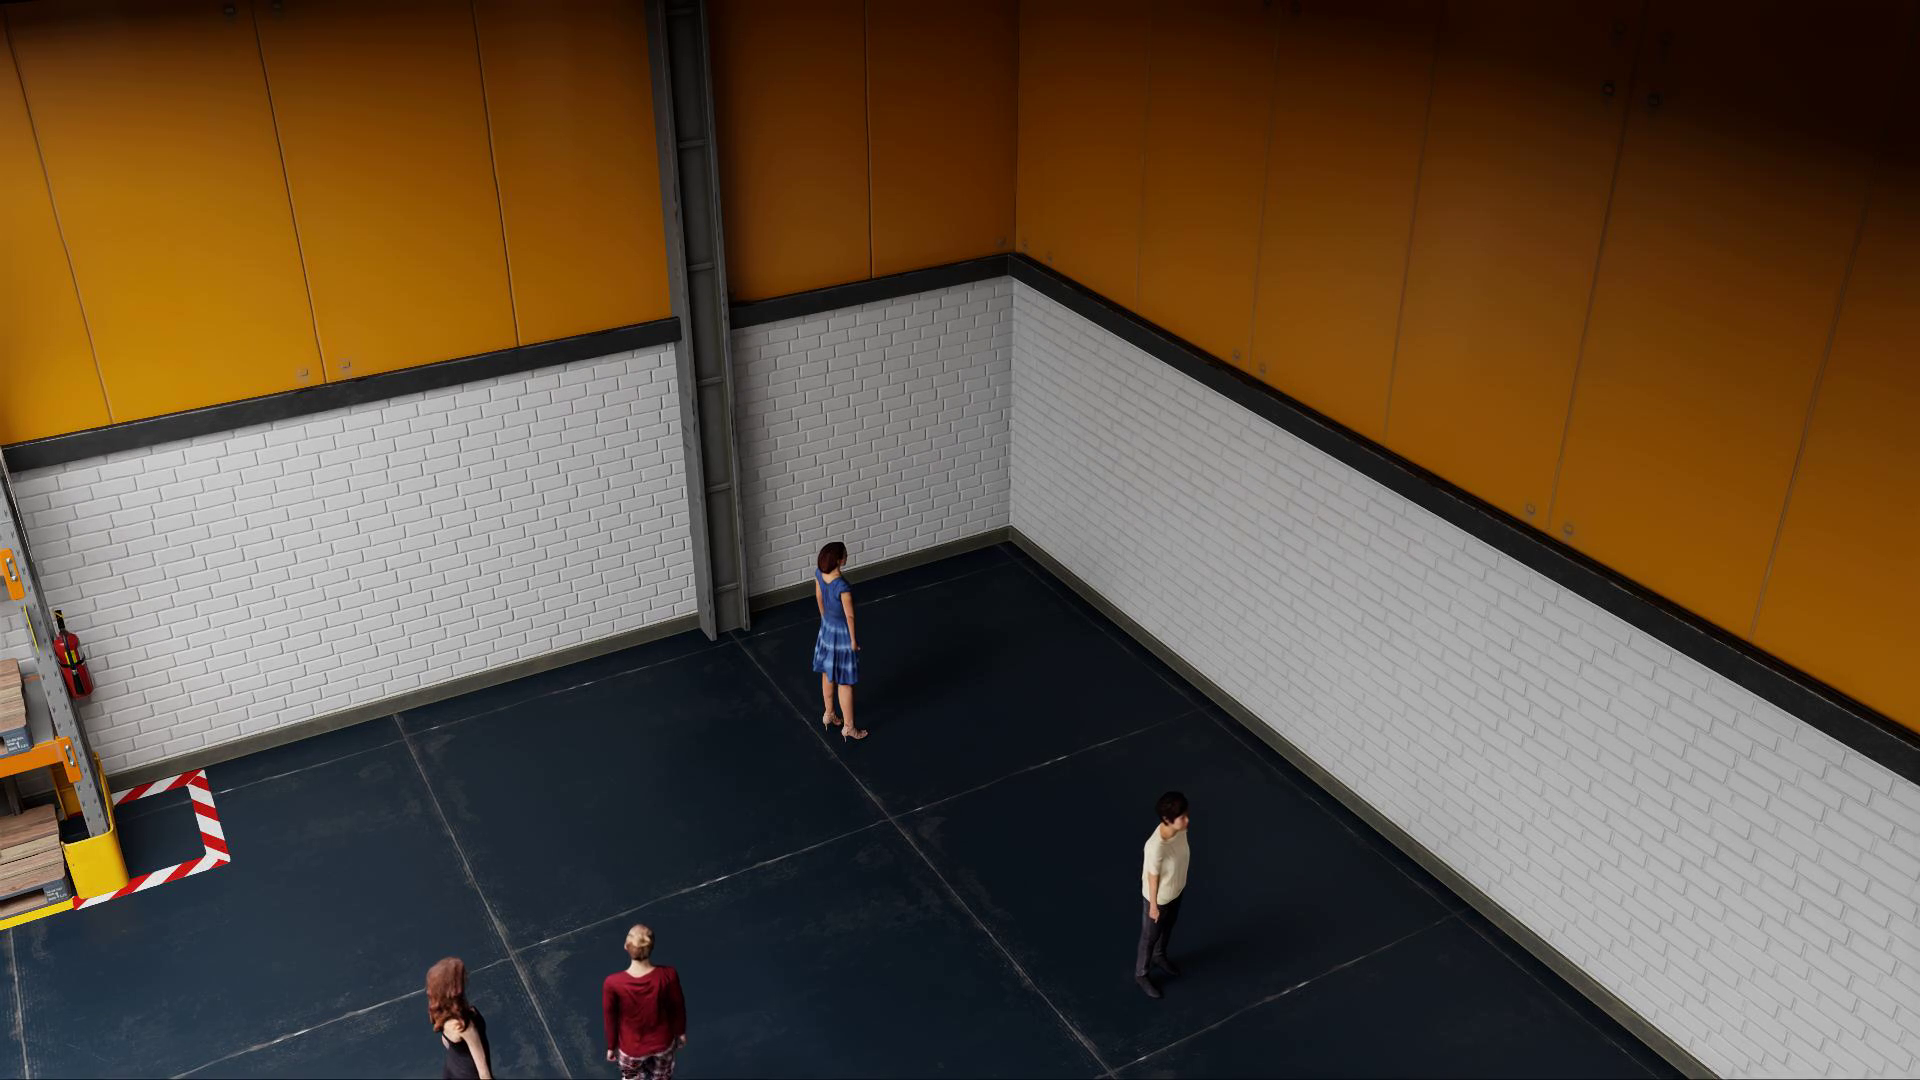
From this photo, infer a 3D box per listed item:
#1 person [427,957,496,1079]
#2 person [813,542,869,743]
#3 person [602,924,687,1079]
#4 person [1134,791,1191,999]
[{"bbox_3d":[-2.797,3.060,9.440,0.590,1.746,0.635,-24,37,-37],"label":"person"},{"bbox_3d":[-0.978,0.813,13.498,0.628,1.806,0.706,-22,36,-35],"label":"person"},{"bbox_3d":[-1.824,2.956,9.697,0.742,1.682,0.786,-8,30,-14],"label":"person"},{"bbox_3d":[1.340,2.315,10.976,0.709,1.583,0.560,19,34,31],"label":"person"}]
